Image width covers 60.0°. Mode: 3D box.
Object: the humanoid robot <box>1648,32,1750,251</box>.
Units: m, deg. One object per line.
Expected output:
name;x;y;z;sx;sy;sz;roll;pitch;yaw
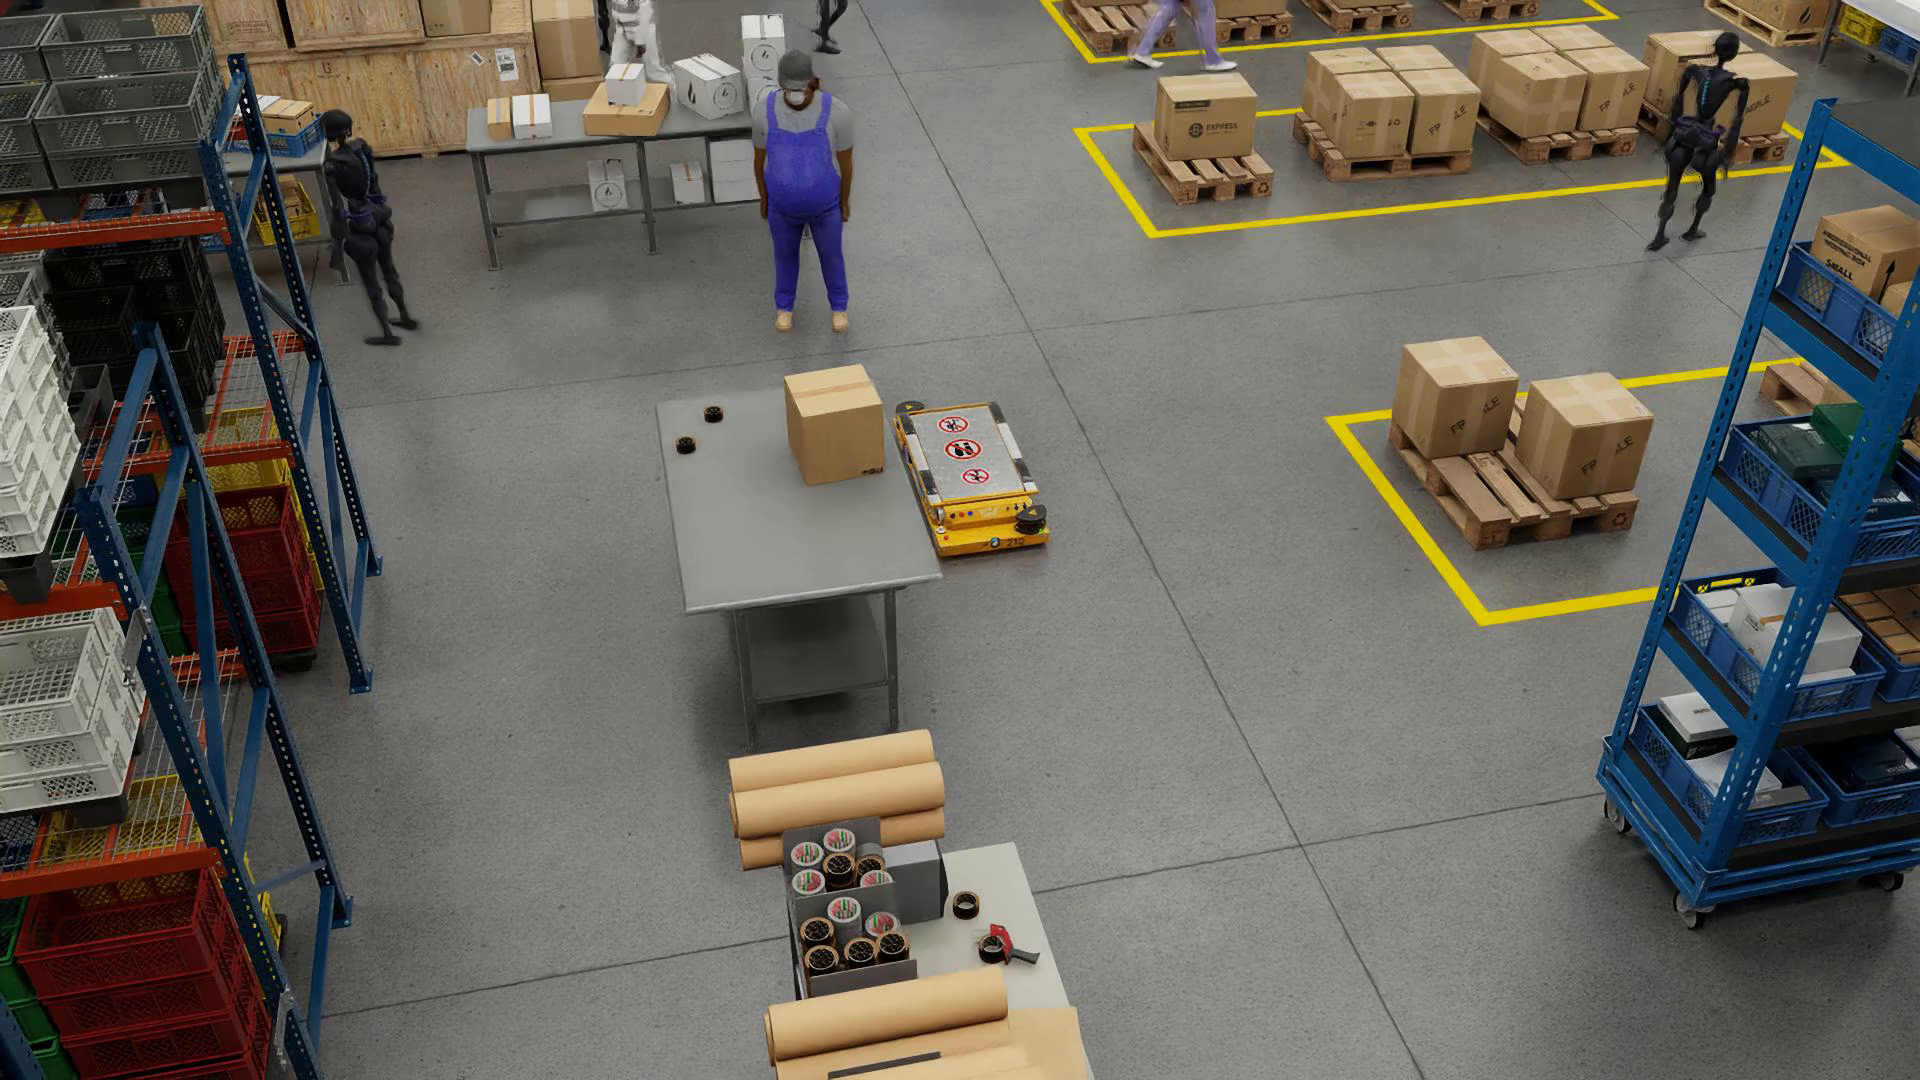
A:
humanoid robot;5.506;-2.968;12.371;0.590;1.643;0.576;31;46;34

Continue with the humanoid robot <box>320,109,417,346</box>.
humanoid robot;-4.030;-2.105;11.194;0.341;1.658;0.601;8;37;11

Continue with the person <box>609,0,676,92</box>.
person;-2.740;-4.324;14.045;0.582;1.840;0.918;28;45;32

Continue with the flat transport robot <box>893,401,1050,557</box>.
flat transport robot;0.046;-0.430;10.108;0.652;0.197;1.431;-8;37;-10

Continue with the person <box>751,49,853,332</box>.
person;-1.056;-2.327;11.198;0.683;2.000;0.537;2;37;2

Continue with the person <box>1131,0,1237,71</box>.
person;2.088;-5.206;15.207;0.972;1.877;0.591;-5;37;-7

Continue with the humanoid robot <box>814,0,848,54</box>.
humanoid robot;-1.224;-5.401;15.628;0.416;1.645;0.600;11;38;14

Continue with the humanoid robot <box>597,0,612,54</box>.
humanoid robot;-3.475;-5.339;15.548;0.574;1.653;0.318;-23;43;-28
